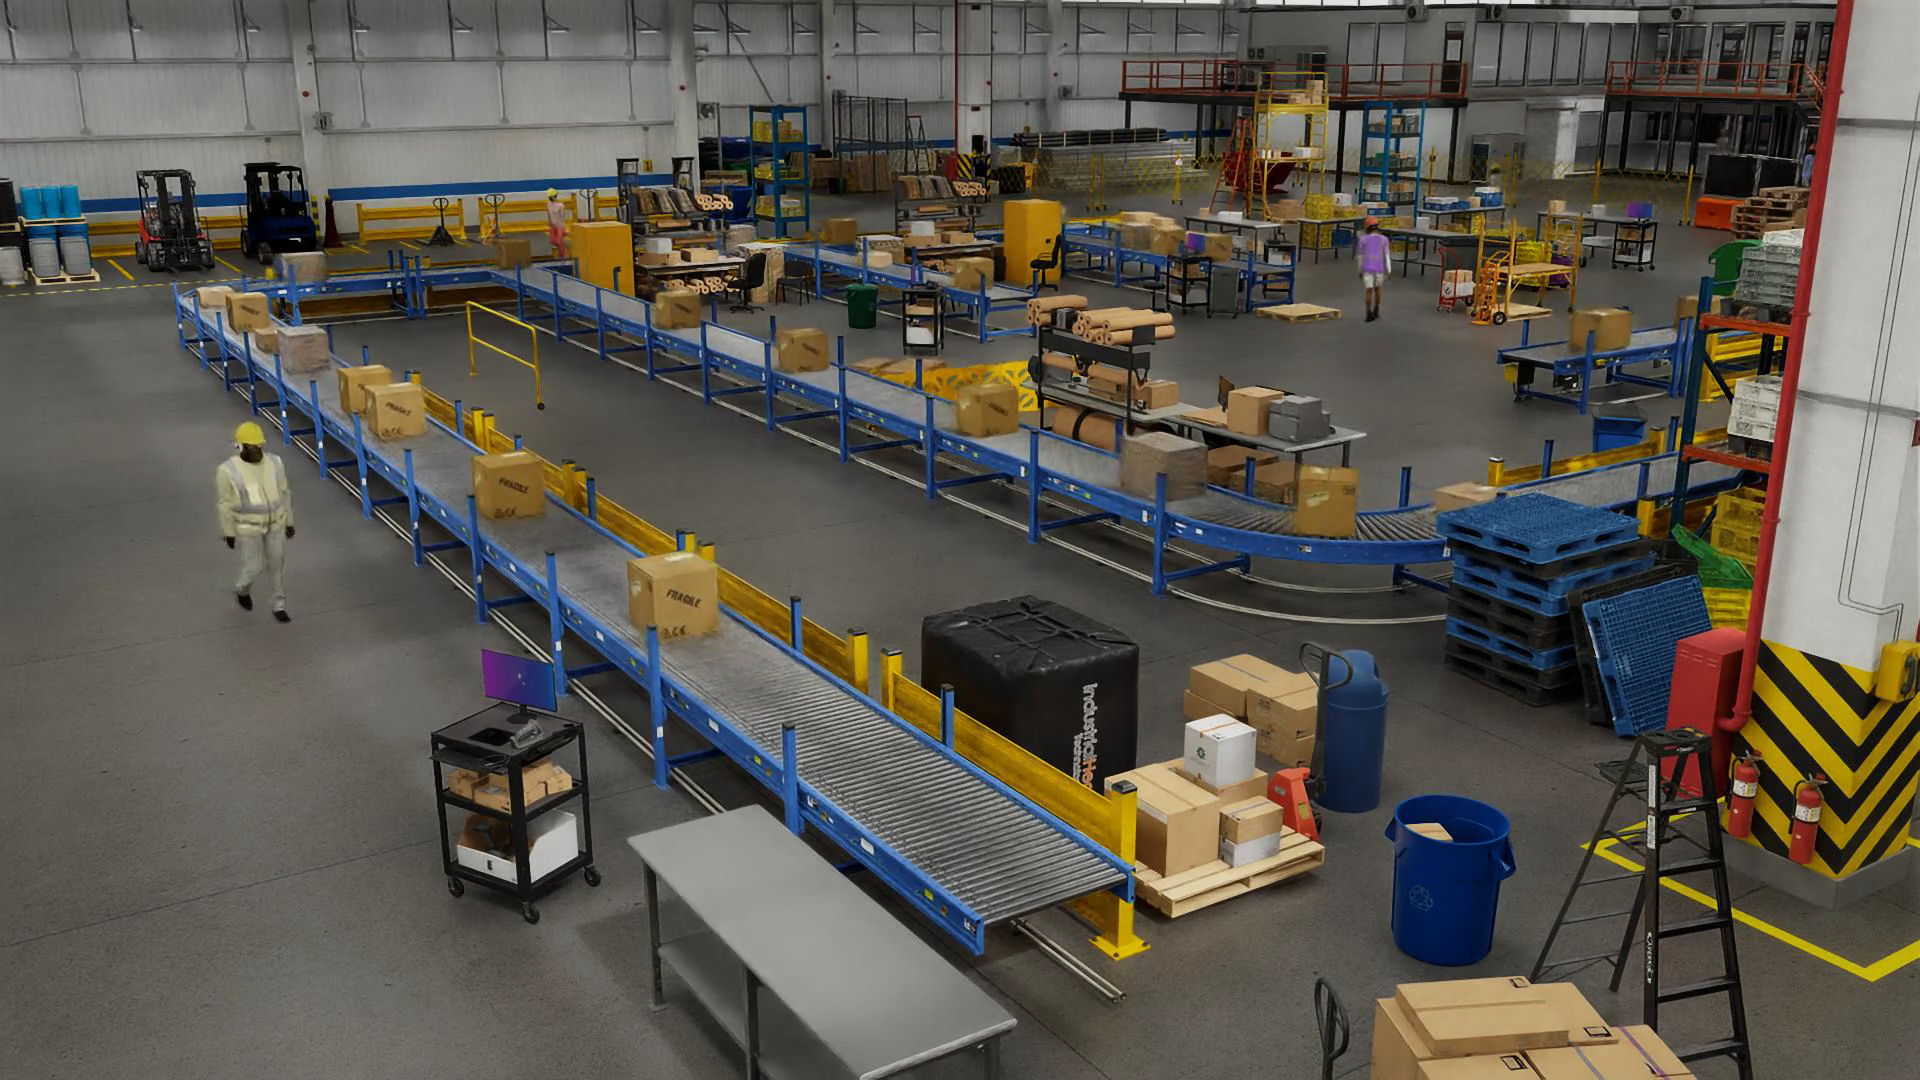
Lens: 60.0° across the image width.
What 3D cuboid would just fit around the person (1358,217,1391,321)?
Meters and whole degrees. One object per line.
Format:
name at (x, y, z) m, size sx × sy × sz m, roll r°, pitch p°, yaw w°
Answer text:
person at (7.563, -4.940, 30.387) m, size 0.607 × 1.881 × 0.884 m, roll 4°, pitch 17°, yaw 12°

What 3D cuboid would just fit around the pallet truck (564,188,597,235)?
pallet truck at (-10.010, -8.652, 43.699) m, size 0.653 × 1.274 × 1.630 m, roll -10°, pitch 20°, yaw -31°

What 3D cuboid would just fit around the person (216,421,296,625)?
person at (-6.155, -0.161, 14.562) m, size 0.534 × 1.816 × 0.598 m, roll 14°, pitch 22°, yaw 39°

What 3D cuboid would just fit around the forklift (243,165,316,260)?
forklift at (-15.898, -7.669, 38.708) m, size 1.157 × 1.987 × 2.680 m, roll -11°, pitch 20°, yaw -33°

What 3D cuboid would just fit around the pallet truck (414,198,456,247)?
pallet truck at (-13.250, -8.060, 41.856) m, size 0.680 × 1.201 × 1.601 m, roll -10°, pitch 20°, yaw -31°

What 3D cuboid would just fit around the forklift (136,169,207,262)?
forklift at (-17.842, -7.318, 37.559) m, size 1.157 × 1.987 × 2.680 m, roll -10°, pitch 20°, yaw -31°

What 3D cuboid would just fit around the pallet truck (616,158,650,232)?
pallet truck at (-8.918, -9.176, 44.255) m, size 0.823 × 1.965 × 1.885 m, roll -9°, pitch 19°, yaw -27°

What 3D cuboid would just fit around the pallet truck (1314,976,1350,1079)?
pallet truck at (2.299, 2.390, 7.086) m, size 1.601 × 1.201 × 0.680 m, roll -2°, pitch 17°, yaw -7°

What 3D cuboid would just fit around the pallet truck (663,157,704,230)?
pallet truck at (-7.586, -9.308, 44.692) m, size 0.823 × 1.965 × 1.885 m, roll -11°, pitch 20°, yaw -33°

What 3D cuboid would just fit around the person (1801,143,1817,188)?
person at (26.020, -11.168, 50.988) m, size 0.378 × 1.932 × 0.551 m, roll 2°, pitch 17°, yaw 7°

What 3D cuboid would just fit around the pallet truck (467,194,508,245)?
pallet truck at (-11.983, -8.177, 42.137) m, size 0.704 × 1.261 × 1.522 m, roll -11°, pitch 20°, yaw -33°

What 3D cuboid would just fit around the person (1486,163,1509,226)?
person at (14.851, -9.543, 45.980) m, size 0.493 × 1.709 × 0.860 m, roll -12°, pitch 21°, yaw -35°

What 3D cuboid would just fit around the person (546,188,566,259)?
person at (-9.212, -7.173, 38.014) m, size 0.544 × 1.749 × 0.439 m, roll 9°, pitch 19°, yaw 27°

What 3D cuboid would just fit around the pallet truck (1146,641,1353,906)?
pallet truck at (1.664, 1.407, 10.232) m, size 1.630 × 1.274 × 0.653 m, roll -10°, pitch 20°, yaw -31°
